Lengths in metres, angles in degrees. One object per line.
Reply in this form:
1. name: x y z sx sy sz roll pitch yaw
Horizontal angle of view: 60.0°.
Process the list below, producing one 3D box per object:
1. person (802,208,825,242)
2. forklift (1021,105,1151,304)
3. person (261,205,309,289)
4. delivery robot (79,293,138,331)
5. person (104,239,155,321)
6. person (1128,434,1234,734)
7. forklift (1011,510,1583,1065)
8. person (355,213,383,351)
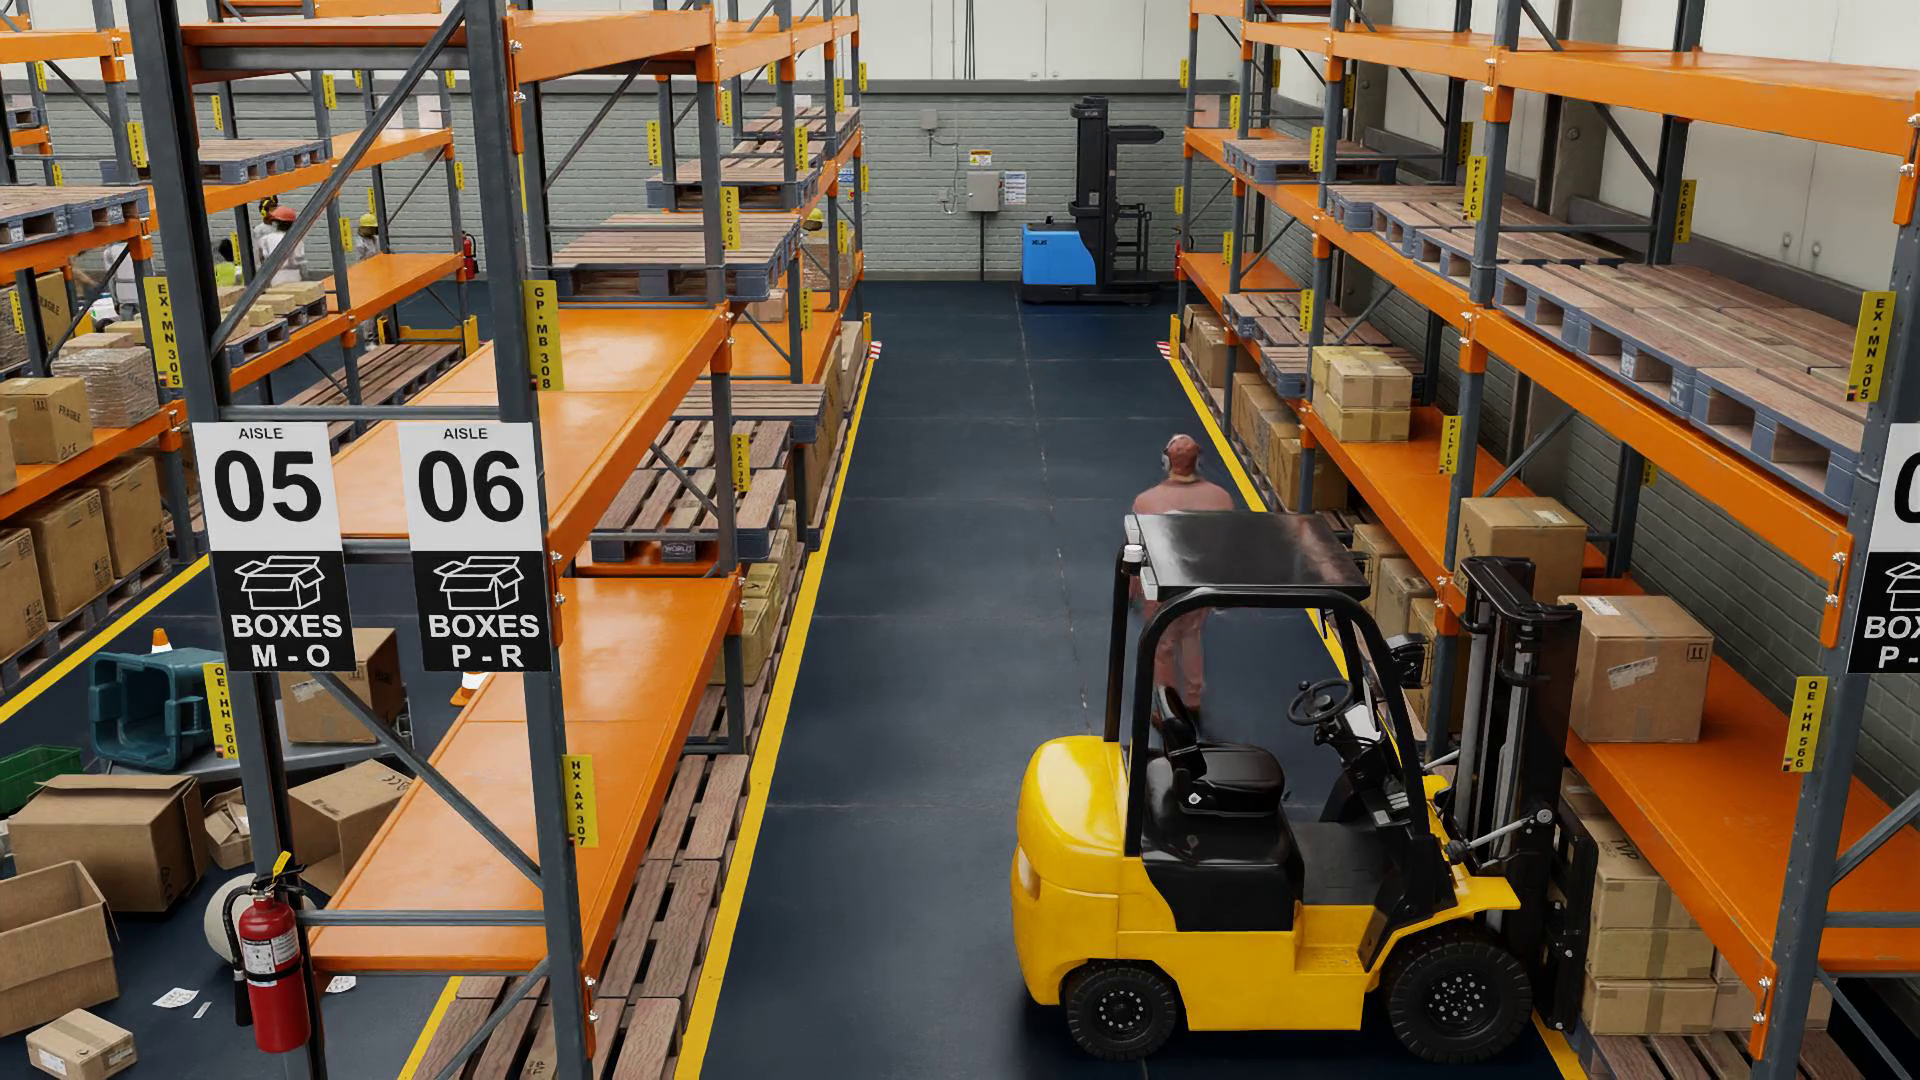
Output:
1. person: -1.907 -3.473 21.797 0.317 1.733 0.491 0 18 0
2. forklift: 1.857 -4.944 24.441 1.873 2.768 1.129 0 18 0
3. person: -8.396 -3.190 20.691 0.562 1.904 0.826 2 18 6
4. delivery robot: -11.375 -3.057 22.233 0.477 0.478 0.707 9 20 26
5. person: -9.736 -2.861 19.642 0.547 1.929 0.384 -1 18 -2
6. person: 1.310 0.272 10.234 0.645 1.891 0.504 -5 19 -16
7. forklift: 1.387 1.055 7.378 2.313 2.155 1.214 0 18 0
8. person: -7.467 -3.284 21.203 0.320 1.742 0.492 3 19 10
